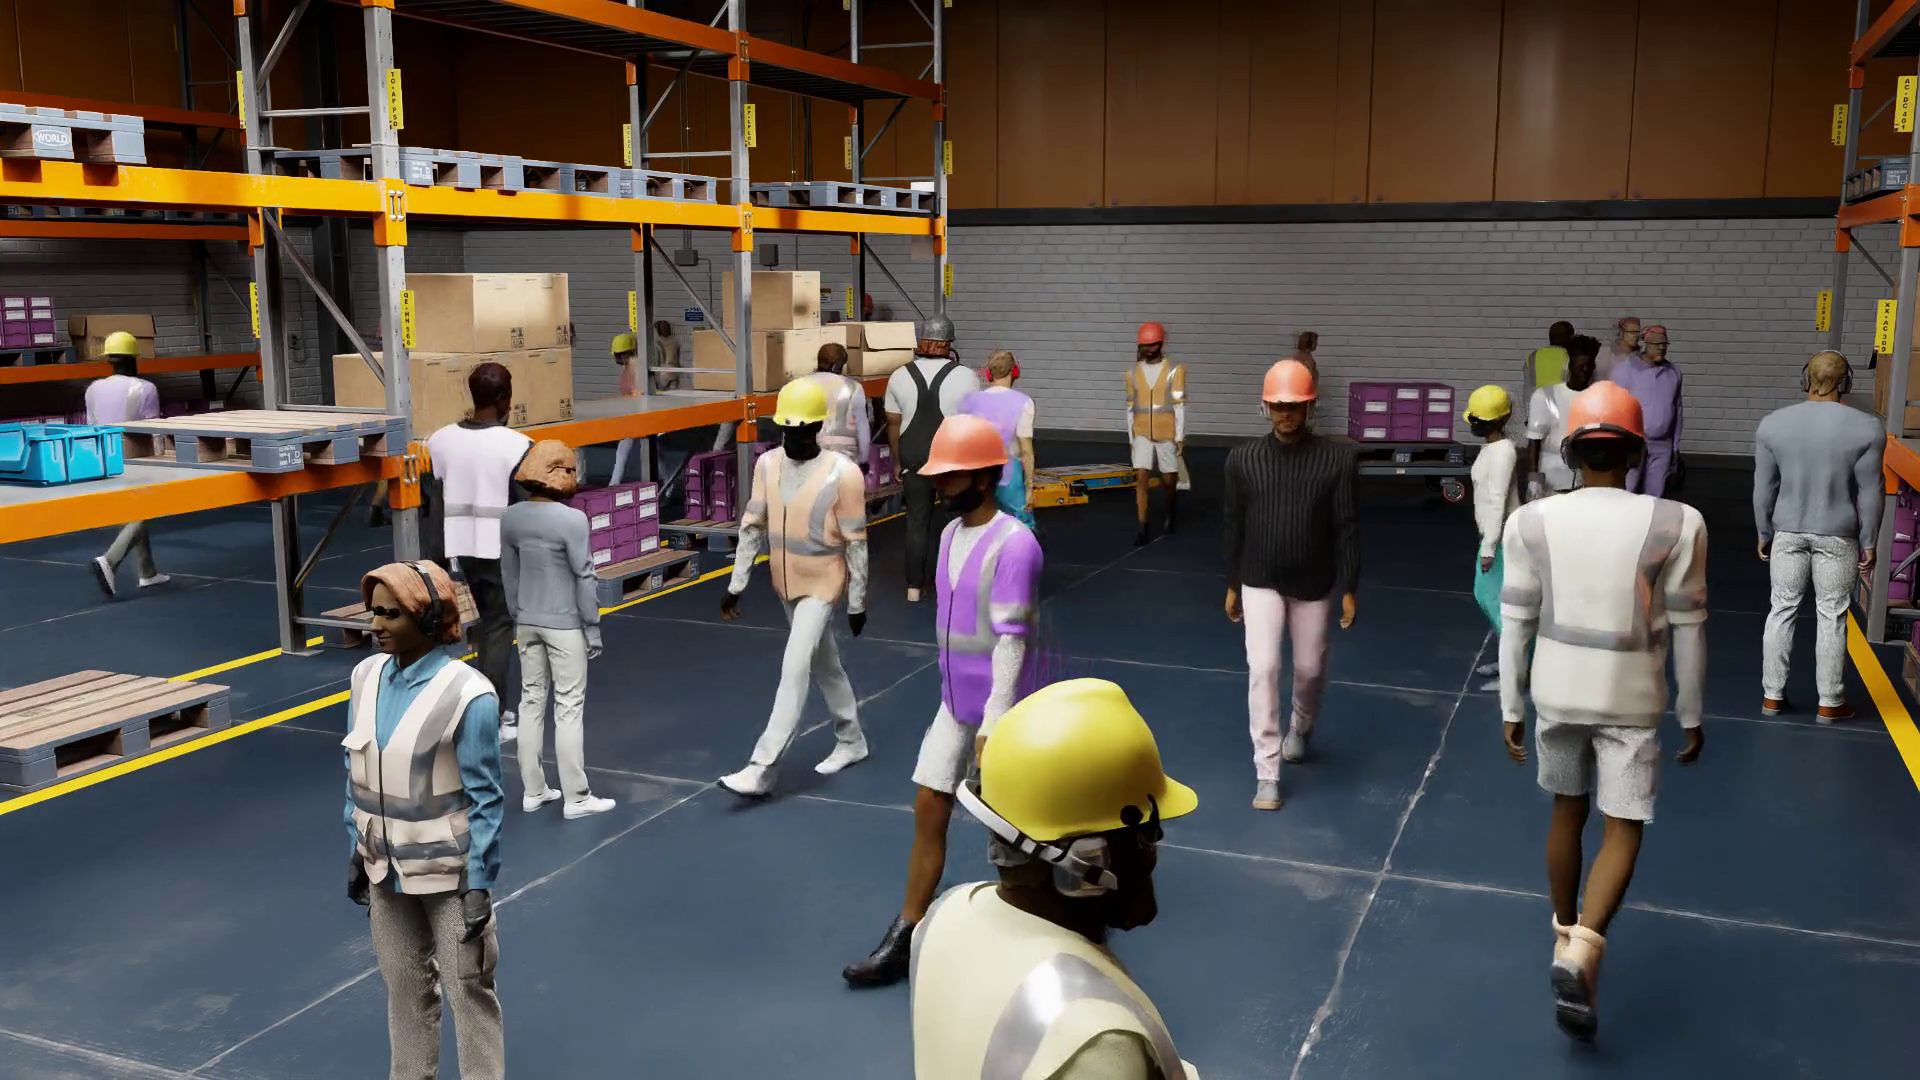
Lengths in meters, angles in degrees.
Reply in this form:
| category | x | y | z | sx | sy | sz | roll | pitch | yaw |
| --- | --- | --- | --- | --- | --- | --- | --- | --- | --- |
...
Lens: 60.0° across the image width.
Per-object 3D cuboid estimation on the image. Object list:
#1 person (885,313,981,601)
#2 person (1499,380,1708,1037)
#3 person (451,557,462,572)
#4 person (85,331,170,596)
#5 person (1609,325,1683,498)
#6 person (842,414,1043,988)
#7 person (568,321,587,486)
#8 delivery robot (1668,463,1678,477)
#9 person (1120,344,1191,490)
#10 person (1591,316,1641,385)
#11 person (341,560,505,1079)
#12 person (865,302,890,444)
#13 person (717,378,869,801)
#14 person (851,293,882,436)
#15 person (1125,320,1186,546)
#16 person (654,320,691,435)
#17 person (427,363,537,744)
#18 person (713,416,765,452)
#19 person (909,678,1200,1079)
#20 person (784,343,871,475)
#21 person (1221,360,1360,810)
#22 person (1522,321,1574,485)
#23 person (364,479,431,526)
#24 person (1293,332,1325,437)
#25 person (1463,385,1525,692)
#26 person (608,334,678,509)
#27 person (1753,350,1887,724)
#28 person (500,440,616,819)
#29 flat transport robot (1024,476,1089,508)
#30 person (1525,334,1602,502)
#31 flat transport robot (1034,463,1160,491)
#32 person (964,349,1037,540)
| category | x | y | z | sx | sy | sz | roll | pitch | yaw |
| --- | --- | --- | --- | --- | --- | --- | --- | --- | --- |
| person | -0.160 | -0.580 | 11.755 | 0.683 | 2.000 | 0.536 | 2 | 10 | 14 |
| person | 1.985 | 0.513 | 5.235 | 0.619 | 2.017 | 0.869 | 6 | 11 | 34 |
| person | -3.768 | -0.633 | 13.024 | 0.512 | 1.713 | 0.738 | 4 | 10 | 24 |
| person | -6.031 | -0.549 | 11.996 | 0.596 | 1.903 | 0.779 | 3 | 10 | 18 |
| person | 5.521 | -0.774 | 13.376 | 0.635 | 1.899 | 0.401 | -2 | 10 | -11 |
| person | 0.098 | 0.524 | 5.545 | 0.982 | 1.897 | 0.561 | -6 | 11 | -34 |
| person | -3.506 | -1.013 | 14.802 | 0.855 | 1.904 | 0.655 | -6 | 11 | -31 |
| delivery robot | 7.646 | -0.944 | 18.173 | 0.477 | 0.478 | 0.707 | 3 | 10 | 18 |
| person | 2.051 | -1.299 | 17.538 | 0.847 | 1.571 | 0.508 | 3 | 10 | 15 |
| person | 6.379 | -1.222 | 16.117 | 0.644 | 1.888 | 0.554 | -3 | 10 | -16 |
| person | -1.369 | 0.856 | 4.265 | 0.514 | 1.641 | 0.307 | 5 | 11 | 28 |
| person | -1.314 | -2.187 | 21.928 | 0.949 | 1.889 | 0.571 | 5 | 10 | 26 |
| person | -0.738 | 0.216 | 7.451 | 0.599 | 1.864 | 1.027 | 8 | 13 | 41 |
| person | -1.299 | -2.398 | 22.911 | 0.622 | 1.992 | 0.395 | -7 | 12 | -37 |
| person | 1.692 | -0.934 | 14.304 | 0.545 | 1.915 | 0.859 | 3 | 10 | 18 |
| person | -4.048 | -2.250 | 23.143 | 0.553 | 1.617 | 0.525 | 8 | 12 | 38 |
| person | -2.288 | 0.065 | 8.292 | 0.624 | 1.891 | 0.644 | 3 | 10 | 20 |
| person | -2.243 | -1.484 | 17.687 | 0.958 | 1.892 | 0.631 | -4 | 10 | -24 |
| person | 0.146 | 1.087 | 2.276 | 0.403 | 1.835 | 0.586 | -3 | 10 | -20 |
| person | -0.995 | -0.606 | 12.697 | 0.634 | 1.774 | 1.015 | 3 | 10 | 15 |
| person | 1.489 | 0.160 | 7.514 | 0.614 | 1.964 | 0.931 | 2 | 10 | 14 |
| person | 5.726 | -1.177 | 15.984 | 0.634 | 1.839 | 0.429 | 9 | 13 | 44 |
| person | -5.142 | -1.086 | 15.291 | 0.561 | 1.887 | 1.019 | 6 | 11 | 32 |
| person | 4.075 | -1.609 | 19.332 | 0.836 | 1.600 | 0.518 | -2 | 10 | -12 |
| person | 2.958 | -0.001 | 9.193 | 0.455 | 1.724 | 0.549 | 2 | 10 | 10 |
| person | -3.153 | -1.130 | 16.082 | 0.936 | 1.696 | 0.541 | -6 | 11 | -33 |
| person | 4.447 | -0.016 | 8.652 | 0.631 | 1.939 | 0.372 | 8 | 12 | 40 |
| person | -1.747 | 0.381 | 7.160 | 0.498 | 1.633 | 0.278 | 5 | 11 | 29 |
| flat transport robot | 0.614 | -0.523 | 16.759 | 0.652 | 0.197 | 1.431 | -6 | 11 | -31 |
| person | 4.095 | -0.434 | 11.248 | 0.625 | 1.931 | 0.984 | 1 | 9 | 5 |
| flat transport robot | 1.344 | -0.650 | 17.531 | 1.431 | 0.197 | 0.652 | -6 | 11 | -31 |
| person | 0.286 | -0.365 | 11.153 | 0.588 | 1.808 | 0.605 | 6 | 11 | 34 |
